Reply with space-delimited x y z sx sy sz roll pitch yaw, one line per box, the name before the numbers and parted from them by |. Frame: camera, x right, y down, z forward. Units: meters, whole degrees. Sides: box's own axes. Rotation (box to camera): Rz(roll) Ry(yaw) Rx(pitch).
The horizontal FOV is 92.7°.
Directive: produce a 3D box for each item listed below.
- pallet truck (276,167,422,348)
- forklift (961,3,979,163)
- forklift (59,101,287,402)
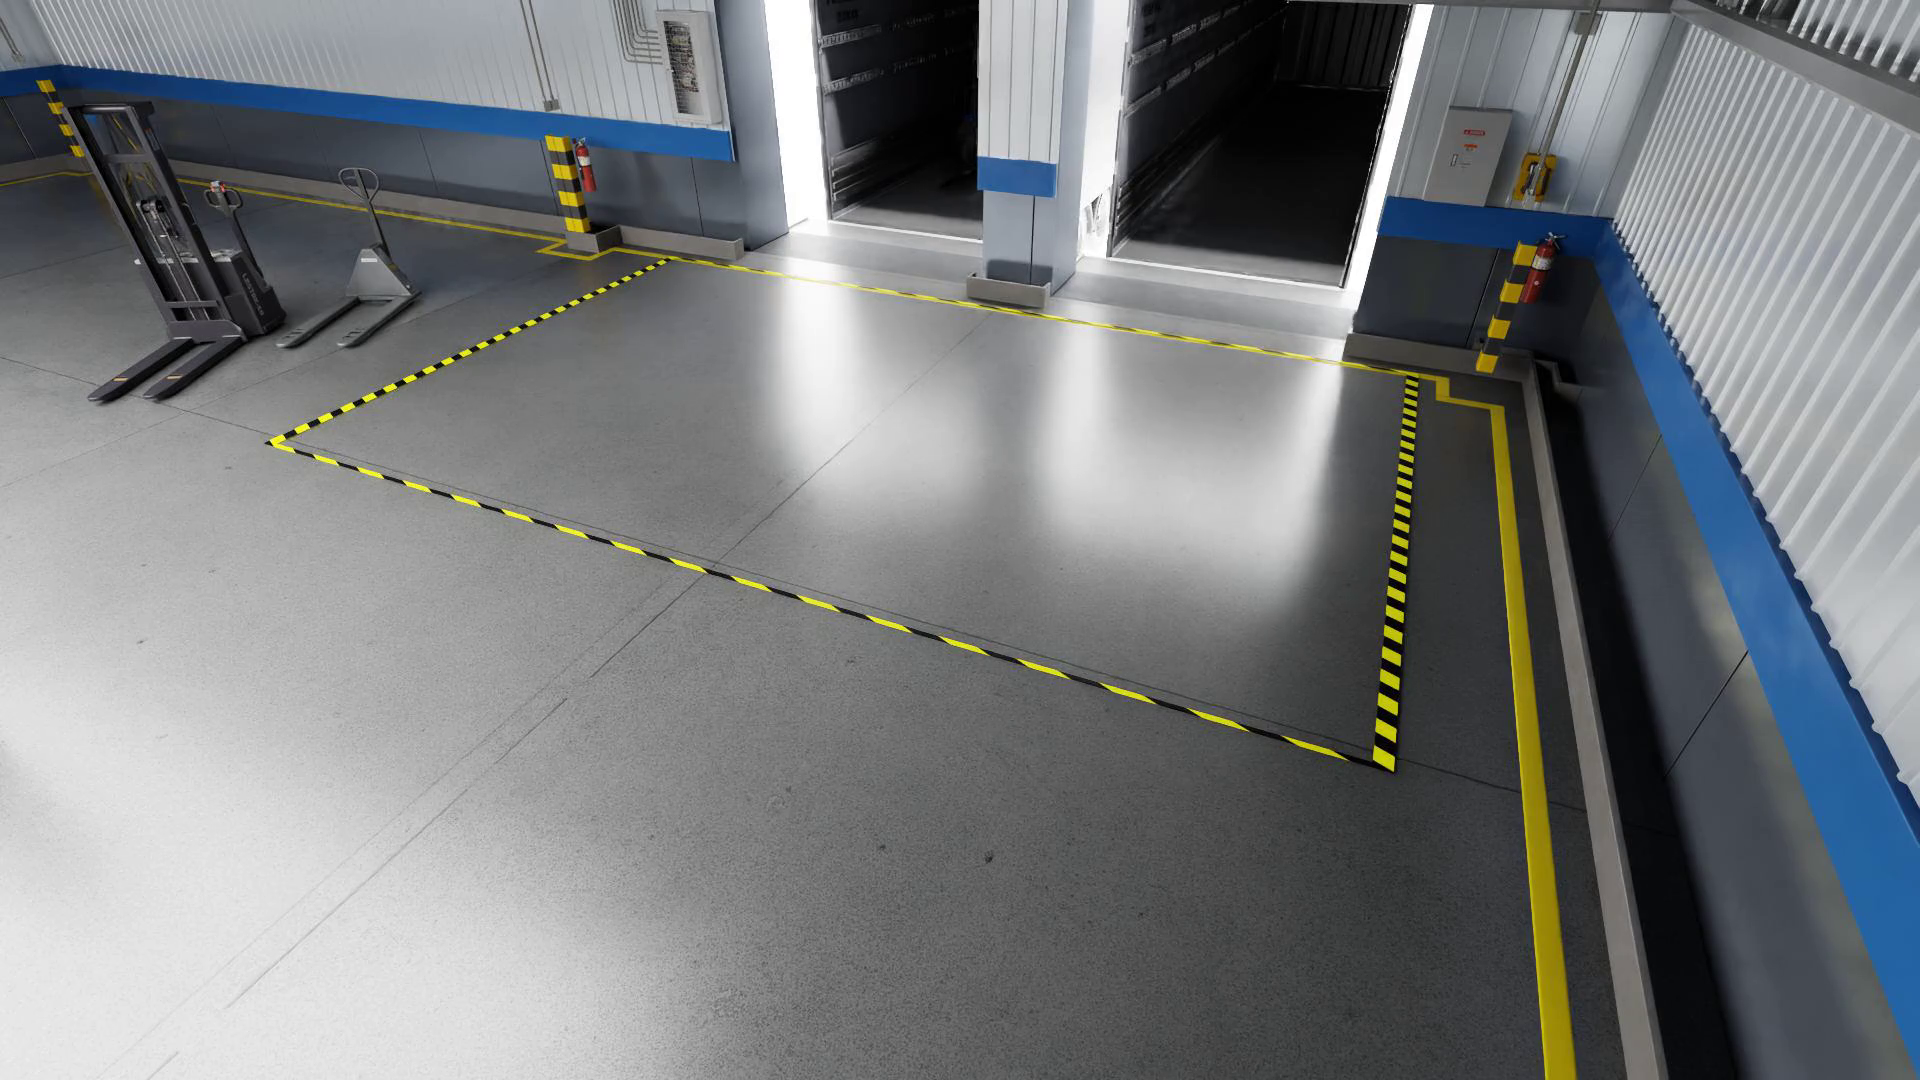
pallet truck | -5.732 -2.611 8.414 0.680 1.201 1.601 -1 35 -1
forklift | 0.914 -6.715 13.312 1.157 2.036 2.680 13 37 18
forklift | -6.686 -2.387 7.434 0.823 1.965 1.885 -3 35 -5
